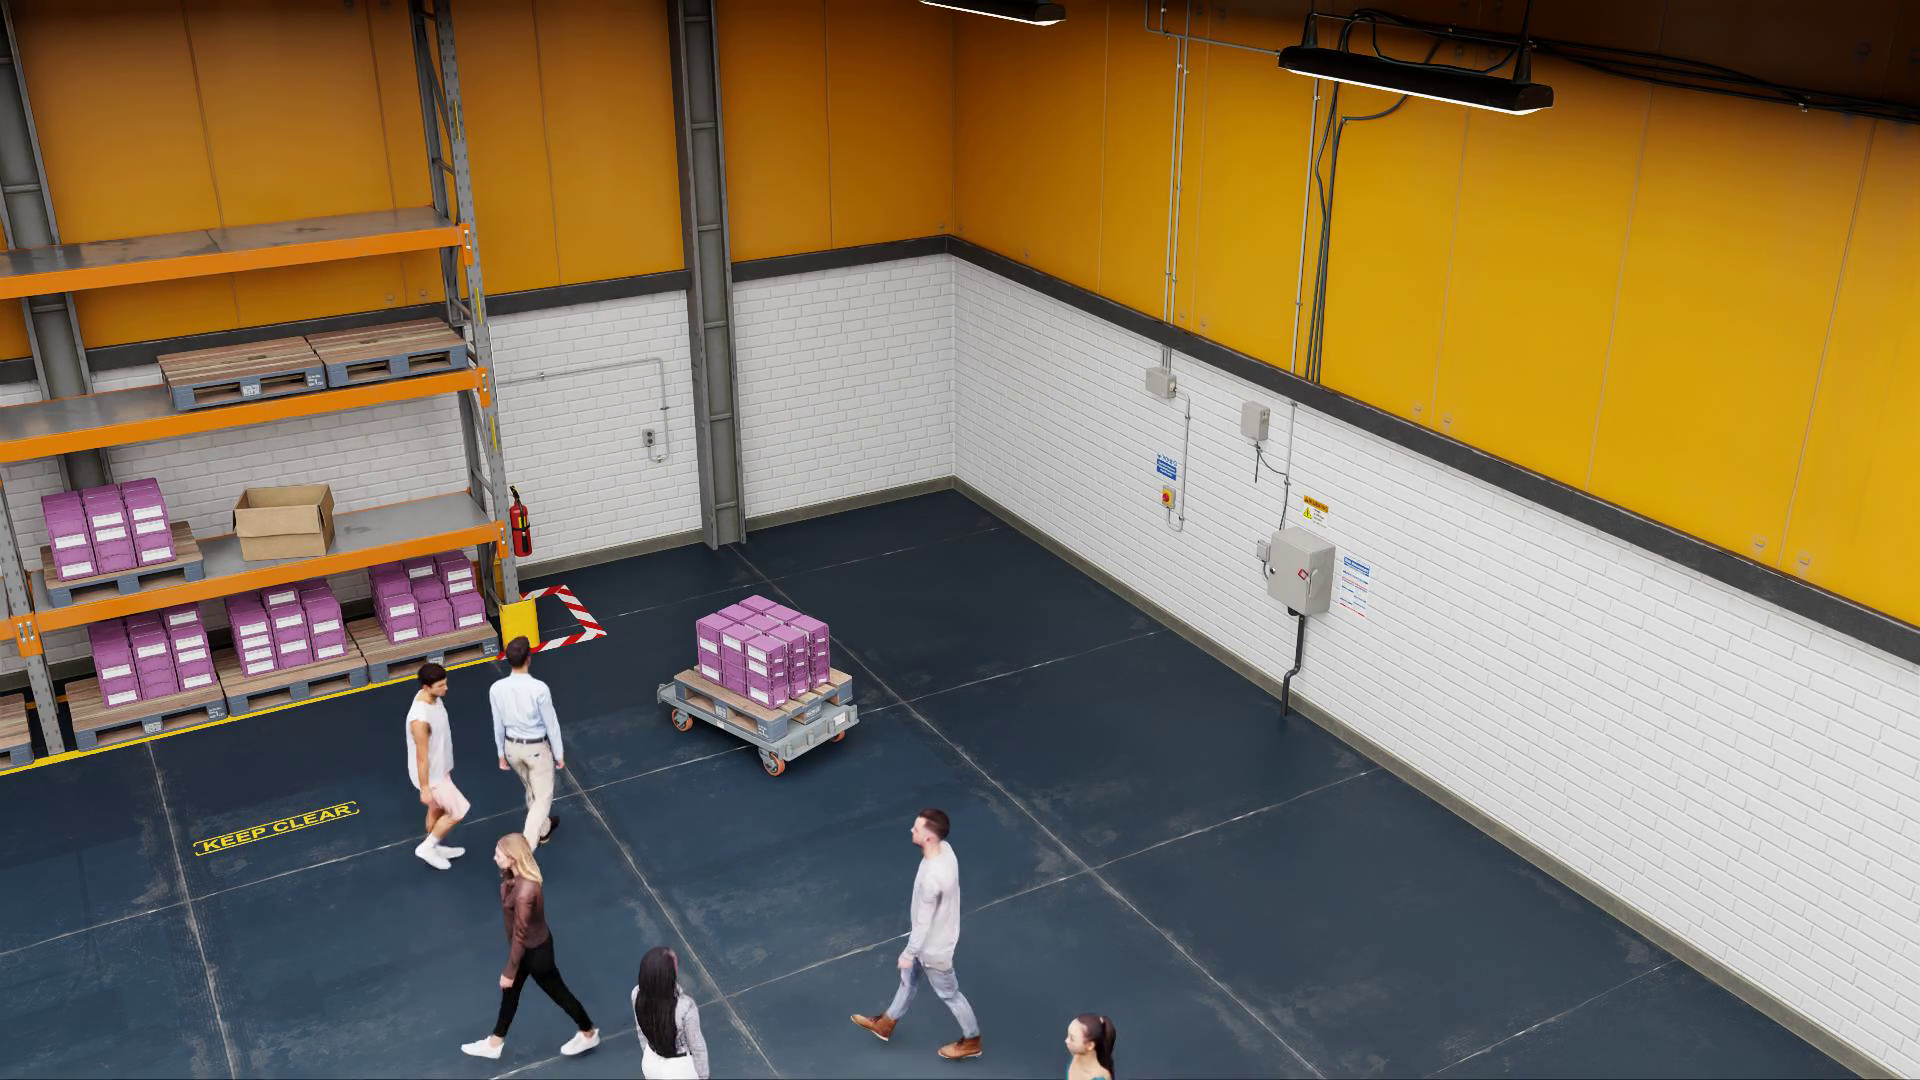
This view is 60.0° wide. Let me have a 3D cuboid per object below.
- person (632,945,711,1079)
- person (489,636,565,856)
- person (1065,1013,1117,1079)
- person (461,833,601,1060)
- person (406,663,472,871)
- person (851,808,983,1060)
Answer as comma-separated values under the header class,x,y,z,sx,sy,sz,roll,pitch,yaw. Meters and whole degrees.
class,x,y,z,sx,sy,sz,roll,pitch,yaw
person,-1.618,3.000,9.375,0.674,1.725,0.695,12,26,25
person,-3.244,1.628,12.403,1.174,1.813,1.159,4,24,8
person,0.765,3.226,8.927,0.755,1.668,0.639,-9,25,-20
person,-2.586,2.582,10.419,1.141,1.654,0.786,-7,25,-16
person,-3.973,1.708,12.291,0.861,1.755,0.873,-5,24,-11
person,-0.077,2.509,10.404,1.219,1.800,1.076,2,24,4
